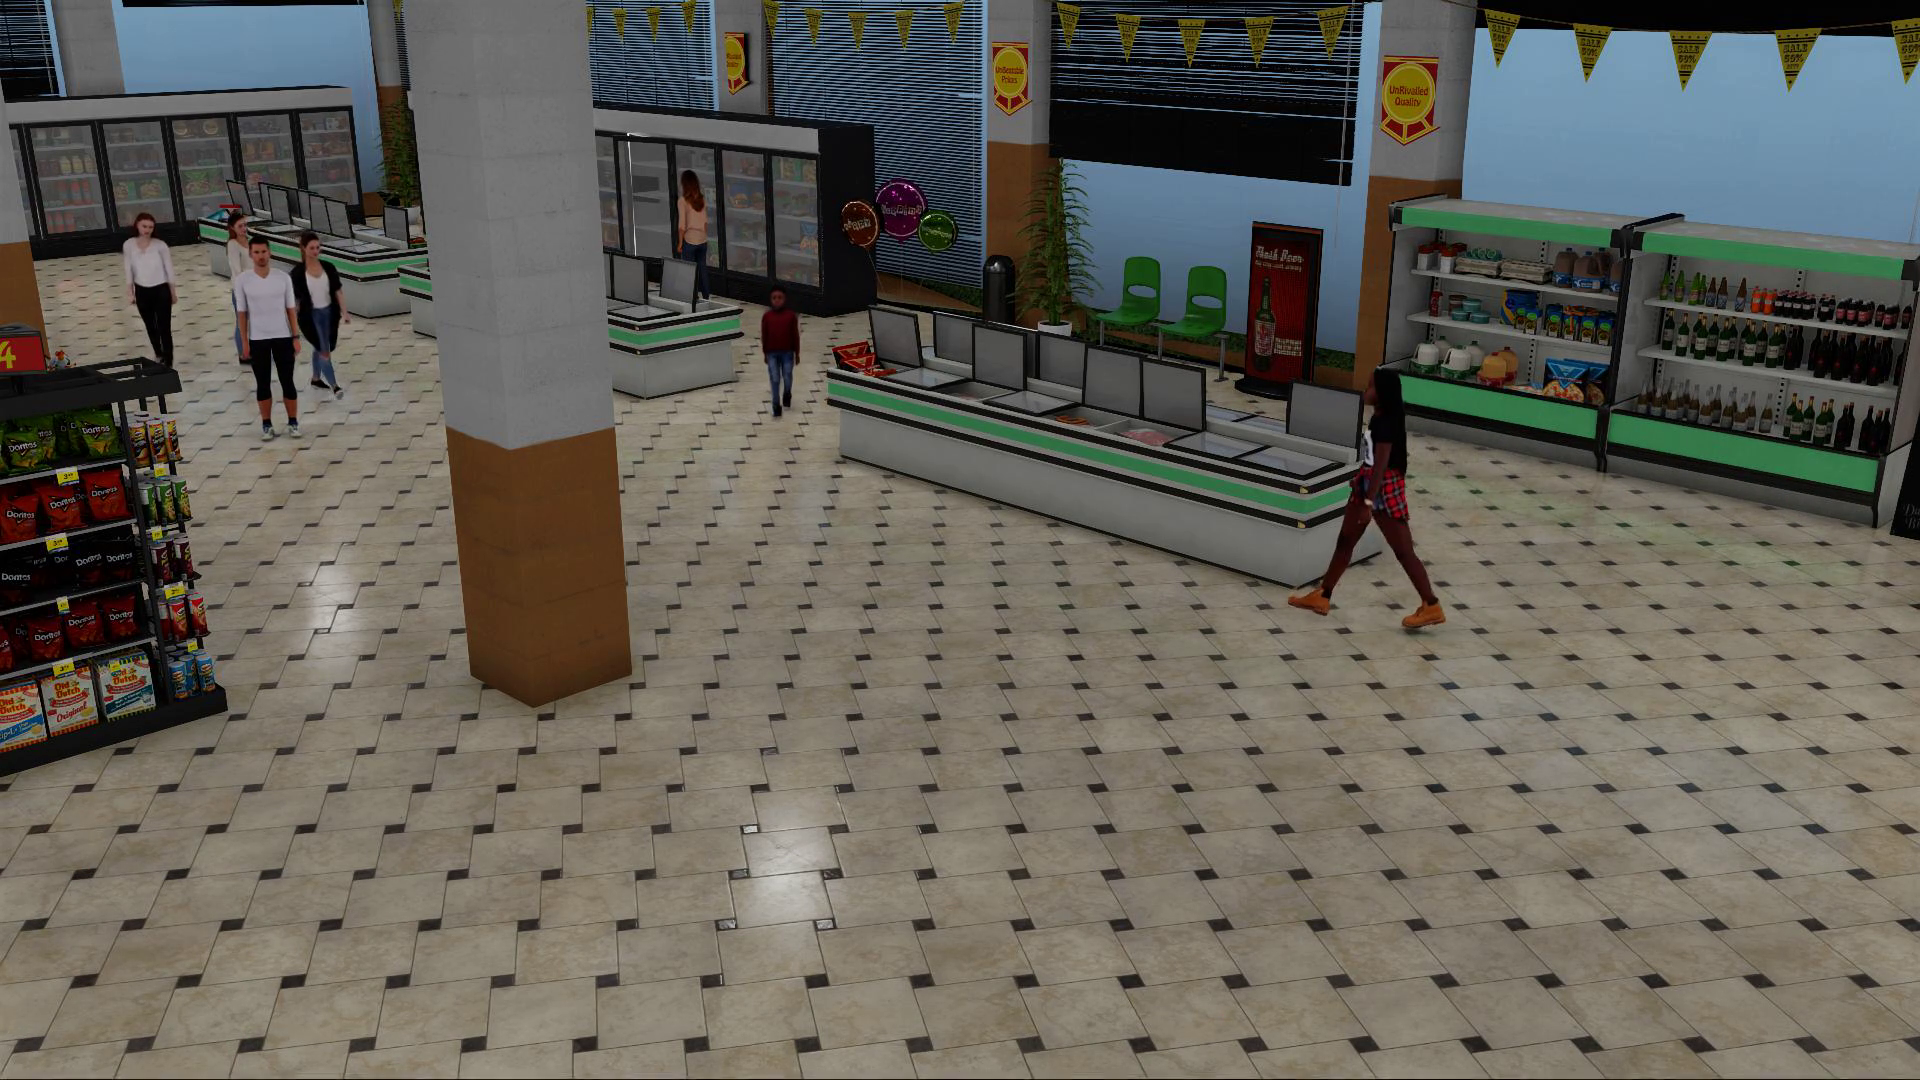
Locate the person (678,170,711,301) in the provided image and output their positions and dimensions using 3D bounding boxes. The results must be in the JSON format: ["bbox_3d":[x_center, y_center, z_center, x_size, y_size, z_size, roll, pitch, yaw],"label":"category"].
[{"bbox_3d":[-3.310,-3.699,20.713,0.512,1.789,0.582,17,25,41],"label":"person"}]

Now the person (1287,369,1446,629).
[{"bbox_3d":[2.766,-0.212,10.559,1.267,1.669,1.109,2,19,7],"label":"person"}]

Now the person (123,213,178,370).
[{"bbox_3d":[-8.457,-2.542,17.394,0.973,1.716,1.066,0,19,0],"label":"person"}]

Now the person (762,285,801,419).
[{"bbox_3d":[-1.728,-1.830,16.051,0.829,1.226,0.927,-1,19,-4],"label":"person"}]

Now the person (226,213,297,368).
[{"bbox_3d":[-7.706,-2.648,17.792,1.005,1.664,0.898,4,19,12],"label":"person"}]

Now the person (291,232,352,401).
[{"bbox_3d":[-6.415,-2.209,16.536,0.667,1.633,1.125,-17,25,-41],"label":"person"}]

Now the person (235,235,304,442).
[{"bbox_3d":[-6.263,-1.837,15.100,0.728,1.847,0.695,-8,20,-23],"label":"person"}]
